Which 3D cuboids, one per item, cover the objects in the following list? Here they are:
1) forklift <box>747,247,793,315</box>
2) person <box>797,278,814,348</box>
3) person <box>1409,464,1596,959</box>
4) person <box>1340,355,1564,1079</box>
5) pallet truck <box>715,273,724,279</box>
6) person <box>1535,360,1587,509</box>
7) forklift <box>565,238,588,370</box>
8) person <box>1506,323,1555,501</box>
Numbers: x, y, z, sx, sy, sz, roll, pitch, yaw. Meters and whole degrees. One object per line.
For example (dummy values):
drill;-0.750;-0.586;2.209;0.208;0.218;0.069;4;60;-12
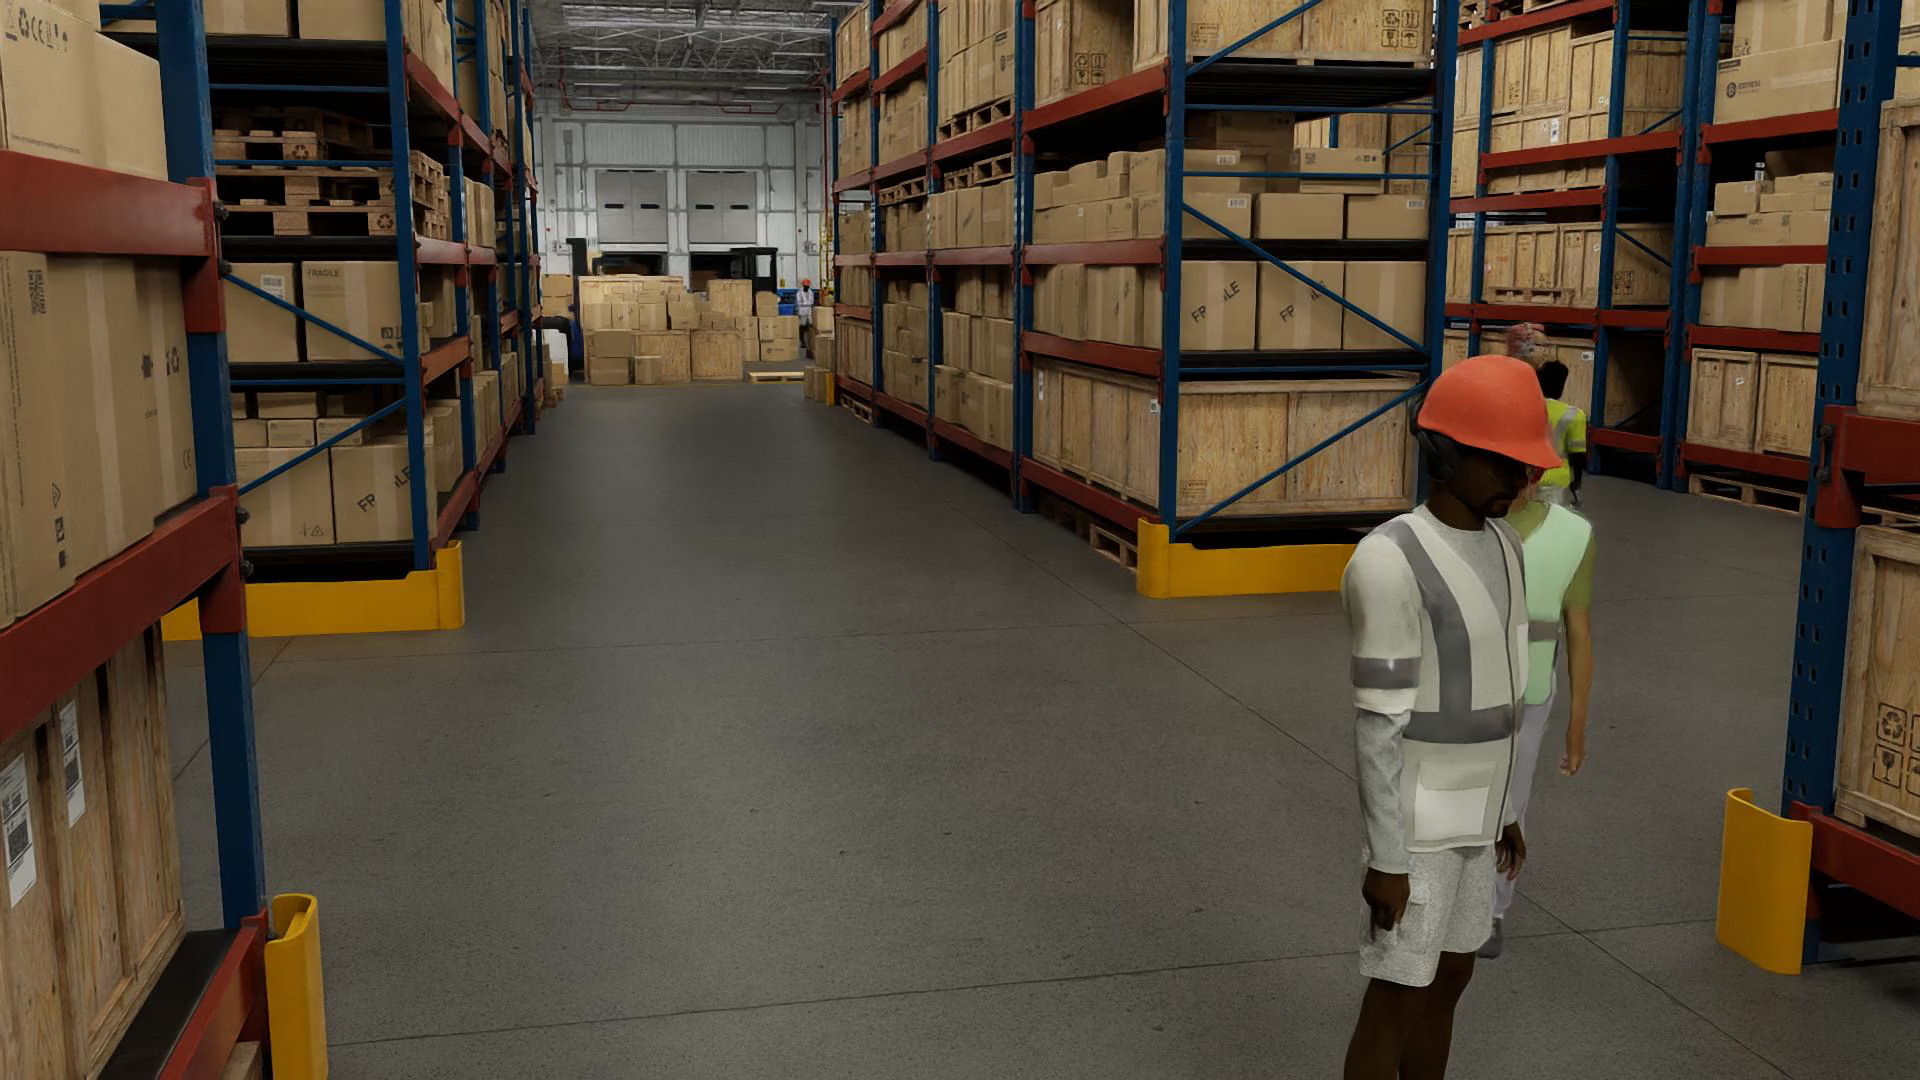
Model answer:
forklift;-6.009;-7.555;50.877;1.129;2.768;1.873;-7;12;-38
person;-4.176;-6.191;45.505;0.548;1.905;0.807;-5;11;-30
person;1.615;0.507;5.066;0.575;1.783;0.981;3;10;19
person;1.084;0.612;3.672;0.386;2.034;0.604;8;13;42
pallet truck;-8.580;-8.986;62.280;1.885;1.965;0.823;1;9;5
person;3.836;-0.377;11.000;0.542;1.611;1.026;8;12;39
forklift;-8.014;-4.966;35.095;1.873;2.768;1.129;-2;10;-12
person;3.323;-0.330;9.908;0.405;1.888;0.750;3;10;16
